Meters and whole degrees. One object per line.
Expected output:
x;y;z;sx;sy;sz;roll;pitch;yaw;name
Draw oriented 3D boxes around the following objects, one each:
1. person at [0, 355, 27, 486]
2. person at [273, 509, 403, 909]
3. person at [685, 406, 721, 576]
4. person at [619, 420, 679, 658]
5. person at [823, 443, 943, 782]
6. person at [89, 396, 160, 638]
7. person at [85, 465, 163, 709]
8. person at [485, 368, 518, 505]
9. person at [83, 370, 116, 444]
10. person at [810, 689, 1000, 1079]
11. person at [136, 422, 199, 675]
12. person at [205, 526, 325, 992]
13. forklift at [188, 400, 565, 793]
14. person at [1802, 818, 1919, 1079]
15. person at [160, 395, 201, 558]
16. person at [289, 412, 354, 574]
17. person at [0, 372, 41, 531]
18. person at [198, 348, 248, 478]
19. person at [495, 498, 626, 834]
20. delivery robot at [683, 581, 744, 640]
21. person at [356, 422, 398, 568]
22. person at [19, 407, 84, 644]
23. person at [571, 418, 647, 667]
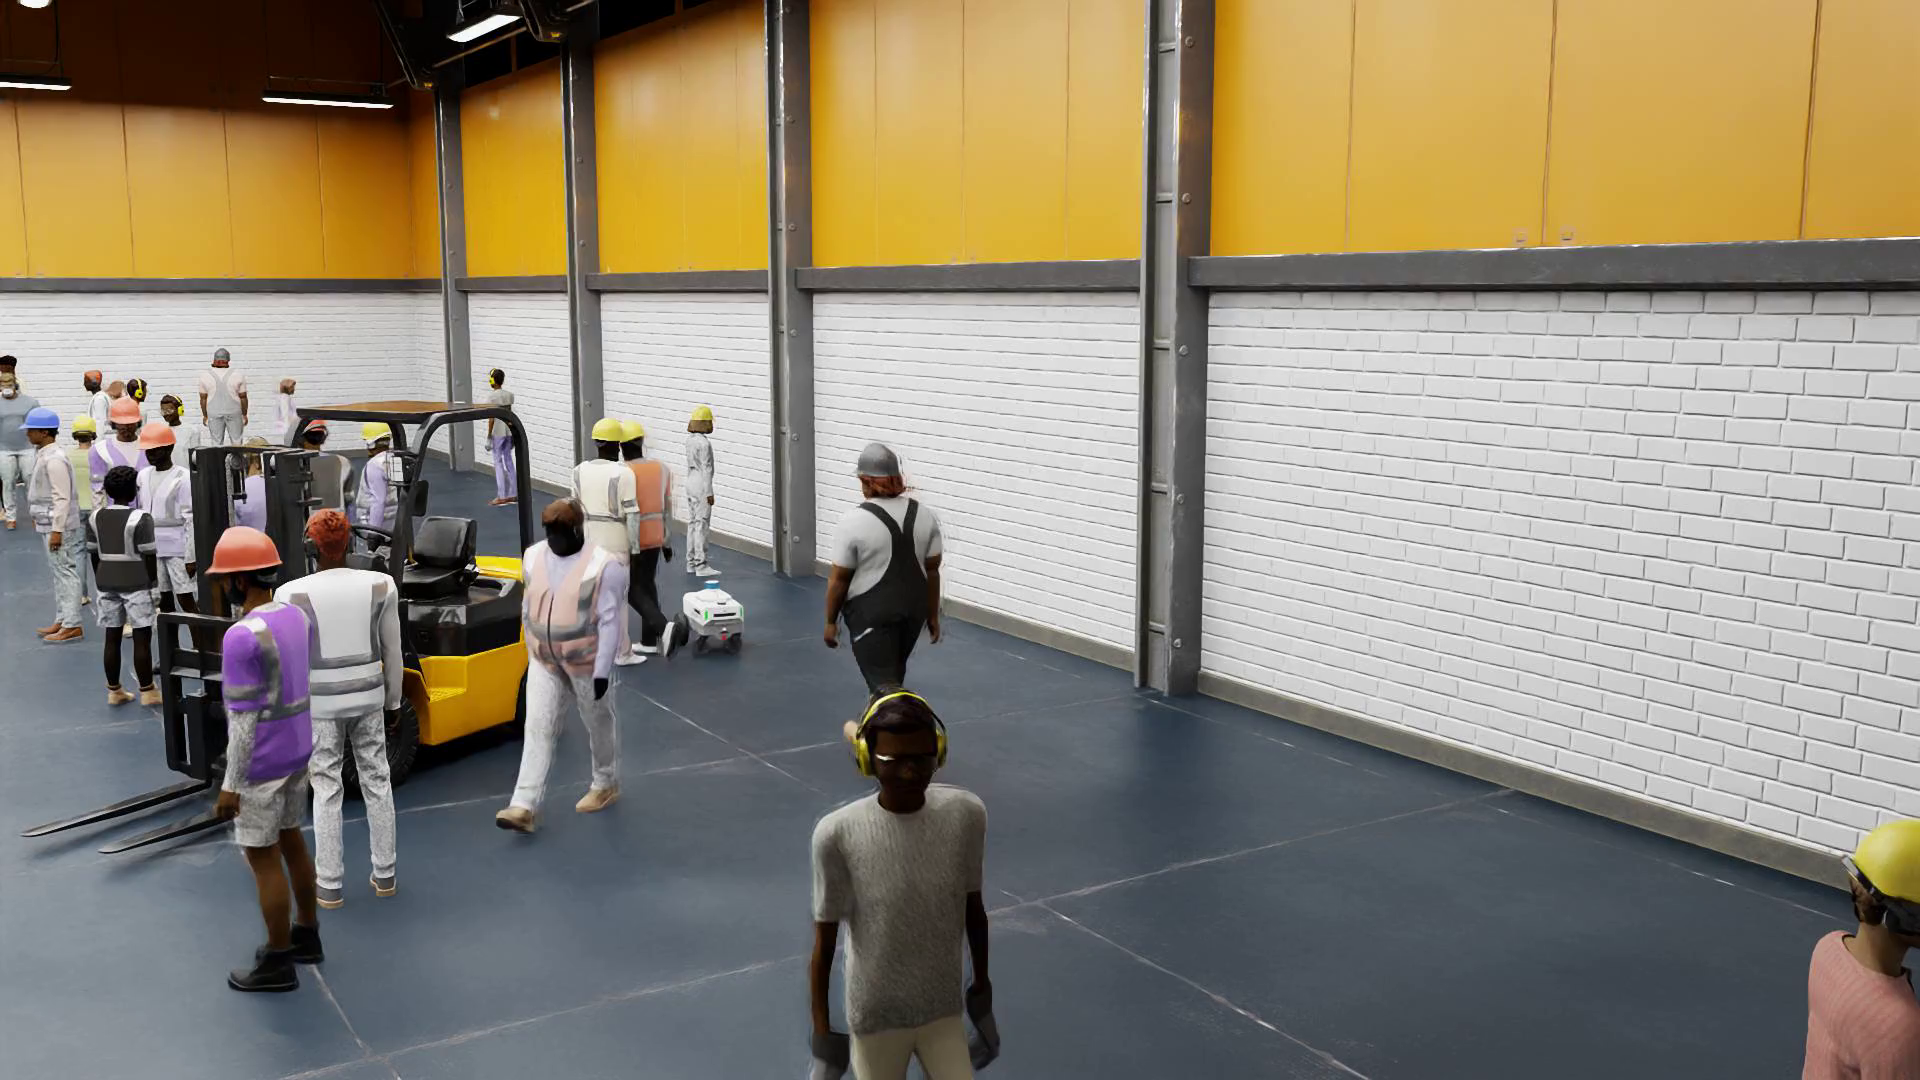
-14.180;-1.796;24.959;0.362;1.962;0.613;-2;9;-15;person
-2.910;0.788;7.829;0.574;1.882;0.356;-6;10;-35;person
-2.639;-0.505;17.051;0.321;1.737;0.487;-5;10;-30;person
-2.458;0.012;13.018;0.655;1.893;0.627;7;11;39;person
-0.507;0.399;9.916;0.693;2.000;1.010;-7;11;-38;person
-6.910;-0.190;13.930;0.613;2.033;0.410;-6;11;-37;person
-5.780;0.329;11.536;0.536;1.696;0.322;2;9;14;person
-6.257;-1.402;22.630;0.309;1.868;0.534;5;10;28;person
-11.332;-1.305;21.961;0.345;1.876;0.578;-4;9;-23;person
-0.121;1.313;4.382;0.577;1.849;0.609;-3;9;-18;person
-5.952;0.076;12.489;0.540;1.929;0.390;4;9;24;person
-2.889;0.899;6.895;0.379;1.932;0.555;0;8;3;person
-3.529;0.258;10.348;1.214;2.155;2.313;4;9;25;forklift
2.013;1.465;3.688;0.345;1.758;0.532;2;9;12;person
-7.961;-0.557;16.977;0.510;1.861;0.324;1;8;4;person
-4.819;0.030;12.448;0.428;2.033;0.609;7;11;40;person
-11.499;-1.076;20.242;0.639;1.928;0.369;-5;10;-30;person
-11.444;-1.972;25.896;0.688;2.000;0.536;-3;9;-19;person
-2.128;0.672;8.921;0.637;1.784;0.980;2;9;16;person
-1.992;0.572;13.420;0.477;0.478;0.707;-4;9;-23;delivery robot
-4.929;-0.131;14.190;0.404;1.828;0.603;0;8;1;person
-7.486;-0.124;13.745;0.391;1.949;0.602;-6;10;-33;person
-2.708;0.021;12.839;0.594;1.926;0.366;4;9;24;person
